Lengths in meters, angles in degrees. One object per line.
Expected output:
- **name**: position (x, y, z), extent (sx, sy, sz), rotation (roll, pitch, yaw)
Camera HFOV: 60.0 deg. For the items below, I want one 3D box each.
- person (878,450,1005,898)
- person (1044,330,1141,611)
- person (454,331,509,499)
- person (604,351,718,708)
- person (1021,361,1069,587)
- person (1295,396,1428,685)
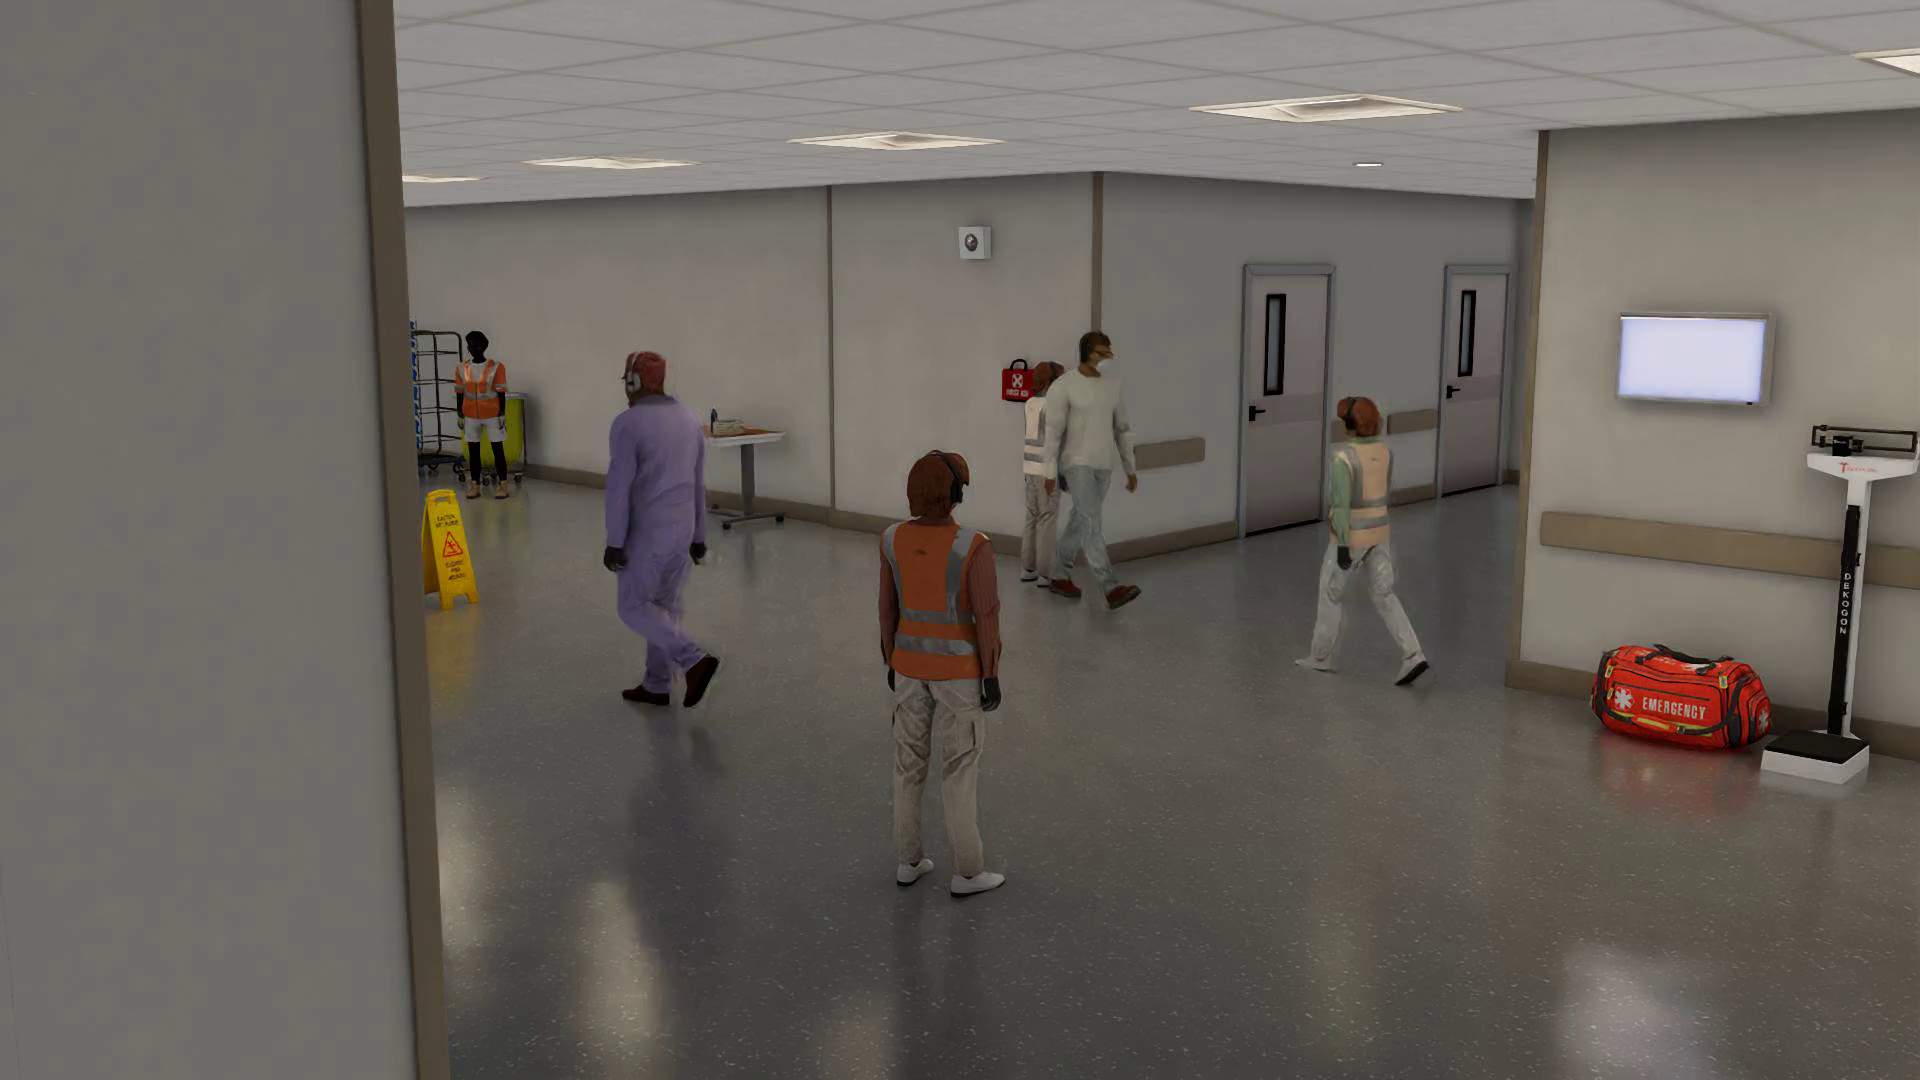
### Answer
- **person**: position (-0.075, 0.491, 6.114), extent (0.514, 1.644, 0.310), rotation (6, 11, 33)
- **person**: position (0.936, -0.479, 11.330), extent (0.638, 1.874, 1.057), rotation (-7, 12, -37)
- **person**: position (-4.775, -1.243, 16.619), extent (0.536, 1.689, 0.324), rotation (1, 9, 3)
- **person**: position (-1.524, -0.035, 8.604), extent (0.628, 1.881, 0.648), rotation (5, 10, 27)
- **person**: position (0.612, -0.476, 12.087), extent (0.311, 1.634, 0.516), rotation (-4, 10, -23)
- **person**: position (2.281, 0.001, 9.274), extent (0.518, 1.608, 0.814), rotation (-7, 11, -35)
